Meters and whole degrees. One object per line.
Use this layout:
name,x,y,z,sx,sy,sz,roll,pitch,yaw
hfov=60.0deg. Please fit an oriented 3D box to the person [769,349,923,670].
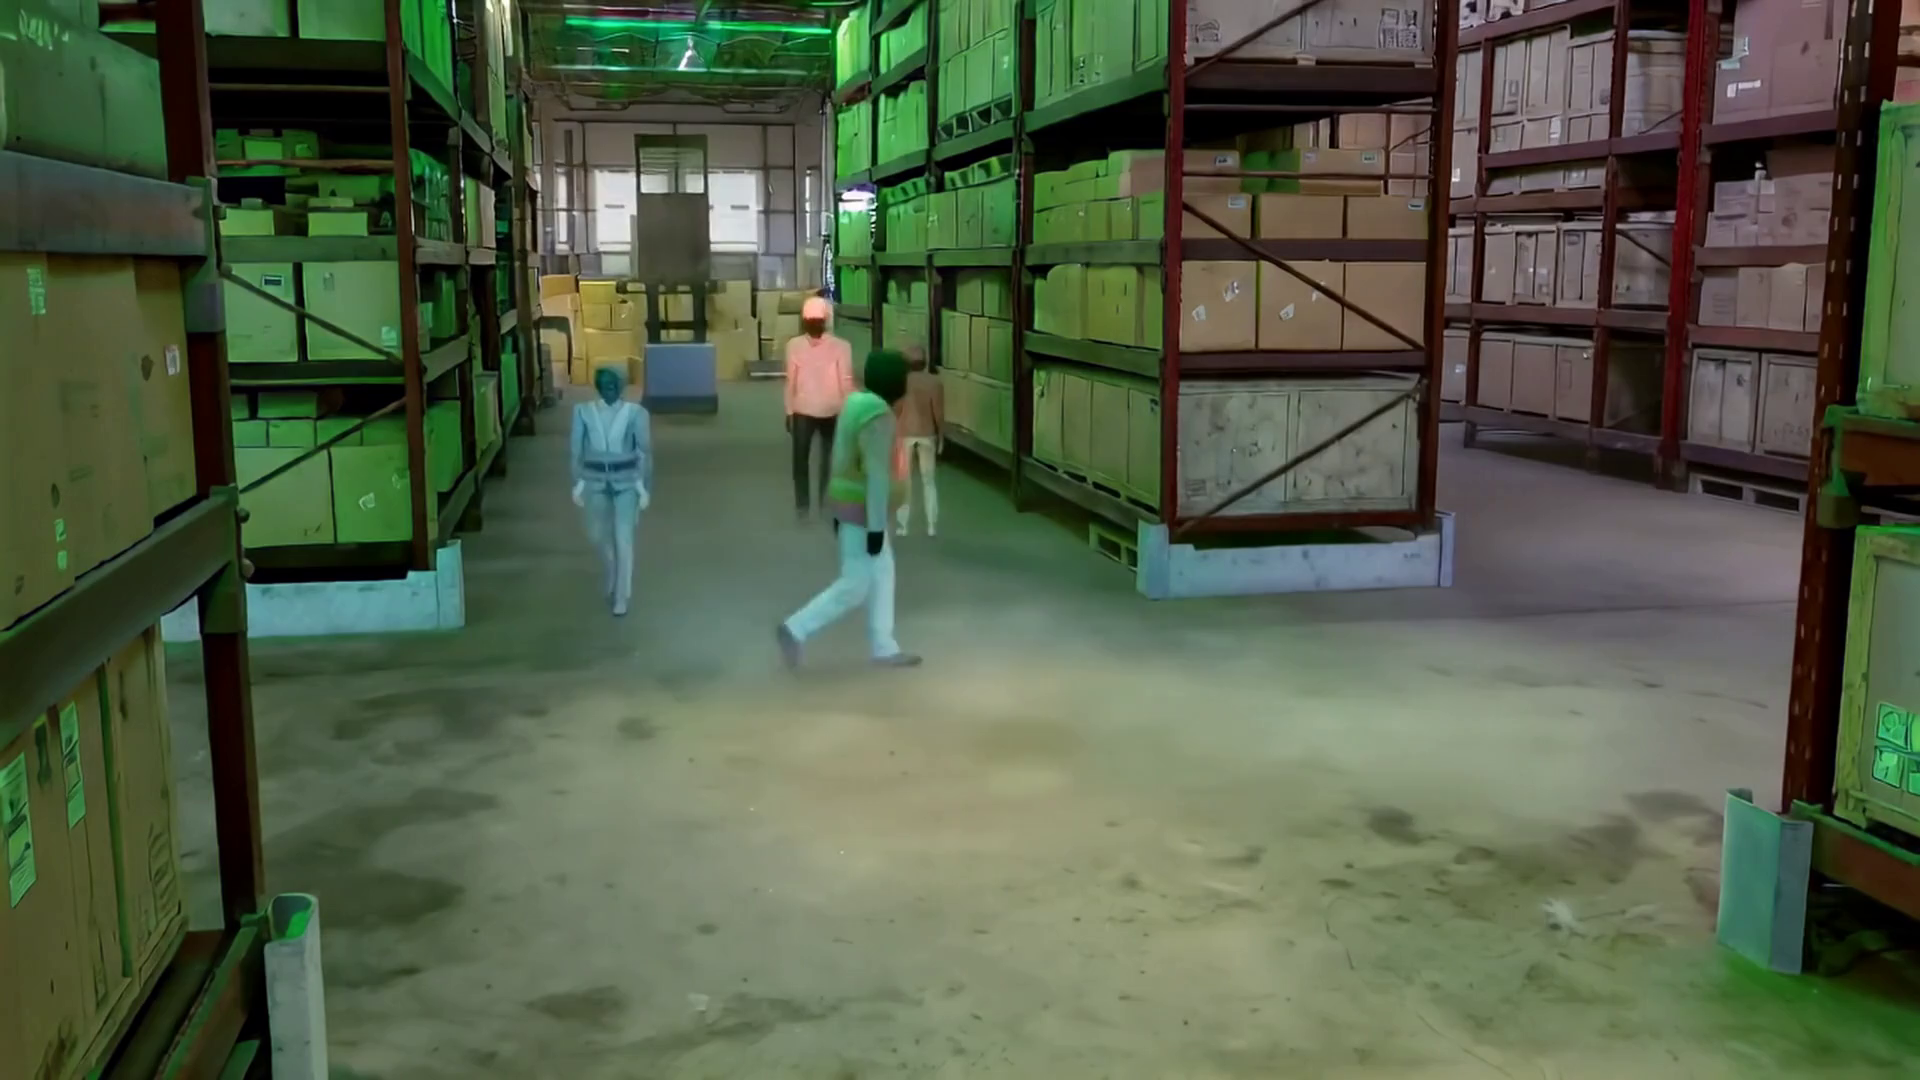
person,-0.617,-0.133,8.975,0.792,1.800,0.638,-2,10,-14

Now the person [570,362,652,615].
person,-2.243,-0.352,10.789,0.526,1.621,0.562,0,9,1

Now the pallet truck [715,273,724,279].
pallet truck,-8.580,-8.986,62.280,1.885,1.965,0.823,1,9,5

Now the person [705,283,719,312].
person,-5.440,-4.818,37.165,0.772,1.893,0.635,-5,10,-27

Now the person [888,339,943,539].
person,-0.384,-0.823,13.633,0.501,1.631,0.285,-1,9,-9

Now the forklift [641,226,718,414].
forklift,-4.293,-3.346,25.216,1.129,2.768,1.873,-2,10,-12

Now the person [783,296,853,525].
person,-1.222,-1.088,14.226,0.619,1.975,0.596,0,9,3
